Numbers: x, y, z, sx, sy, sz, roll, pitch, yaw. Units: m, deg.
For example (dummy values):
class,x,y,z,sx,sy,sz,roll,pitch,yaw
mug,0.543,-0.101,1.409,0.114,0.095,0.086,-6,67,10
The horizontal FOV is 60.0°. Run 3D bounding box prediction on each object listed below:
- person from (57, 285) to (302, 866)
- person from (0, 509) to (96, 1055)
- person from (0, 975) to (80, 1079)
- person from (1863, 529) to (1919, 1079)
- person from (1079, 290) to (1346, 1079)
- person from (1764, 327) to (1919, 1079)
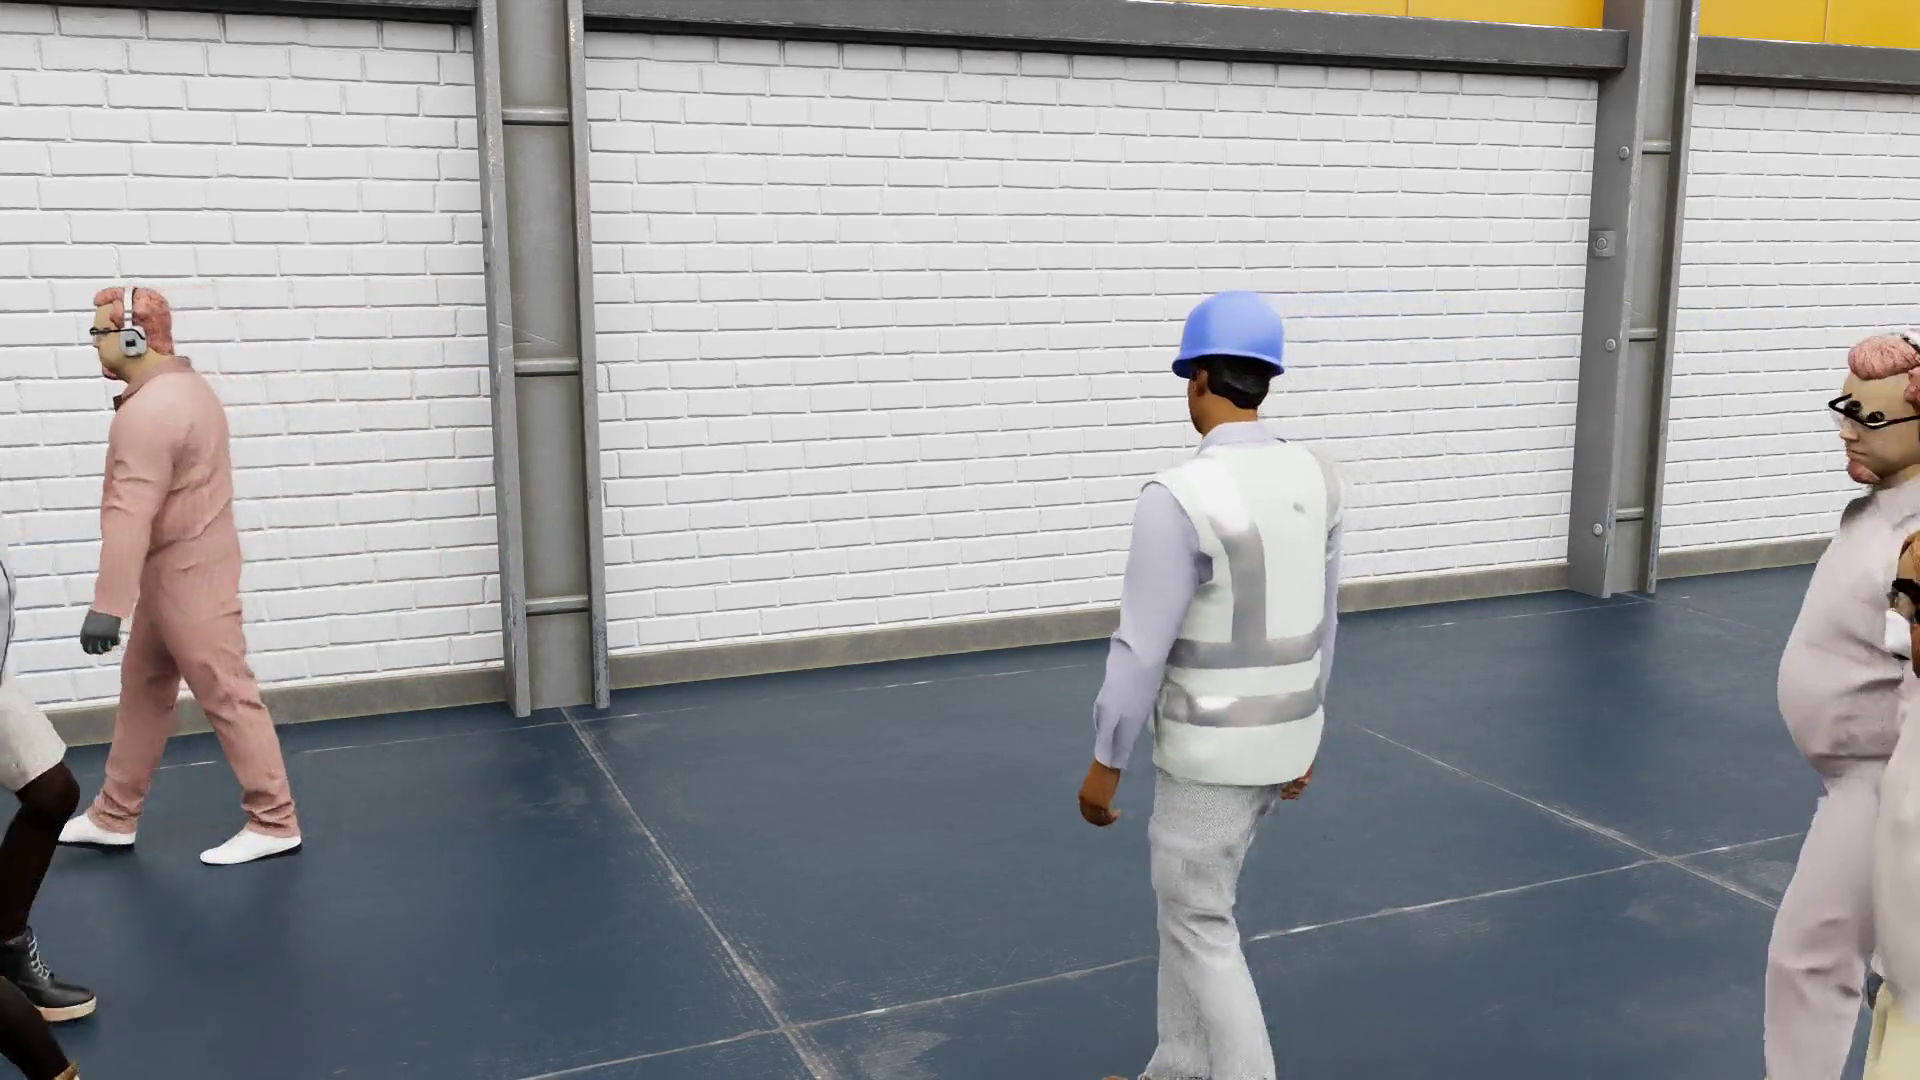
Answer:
class,x,y,z,sx,sy,sz,roll,pitch,yaw
person,-2.598,0.143,5.272,0.914,1.866,0.668,-3,11,-18
person,-2.396,0.335,4.025,0.583,1.939,0.632,-2,10,-9
person,-2.261,0.560,3.494,0.547,1.691,0.549,10,14,44
person,1.620,0.751,2.623,0.565,1.613,0.507,4,11,21
person,0.545,0.425,3.605,0.496,1.914,0.636,8,13,38
person,1.976,0.512,3.326,0.855,1.869,0.667,5,11,25
